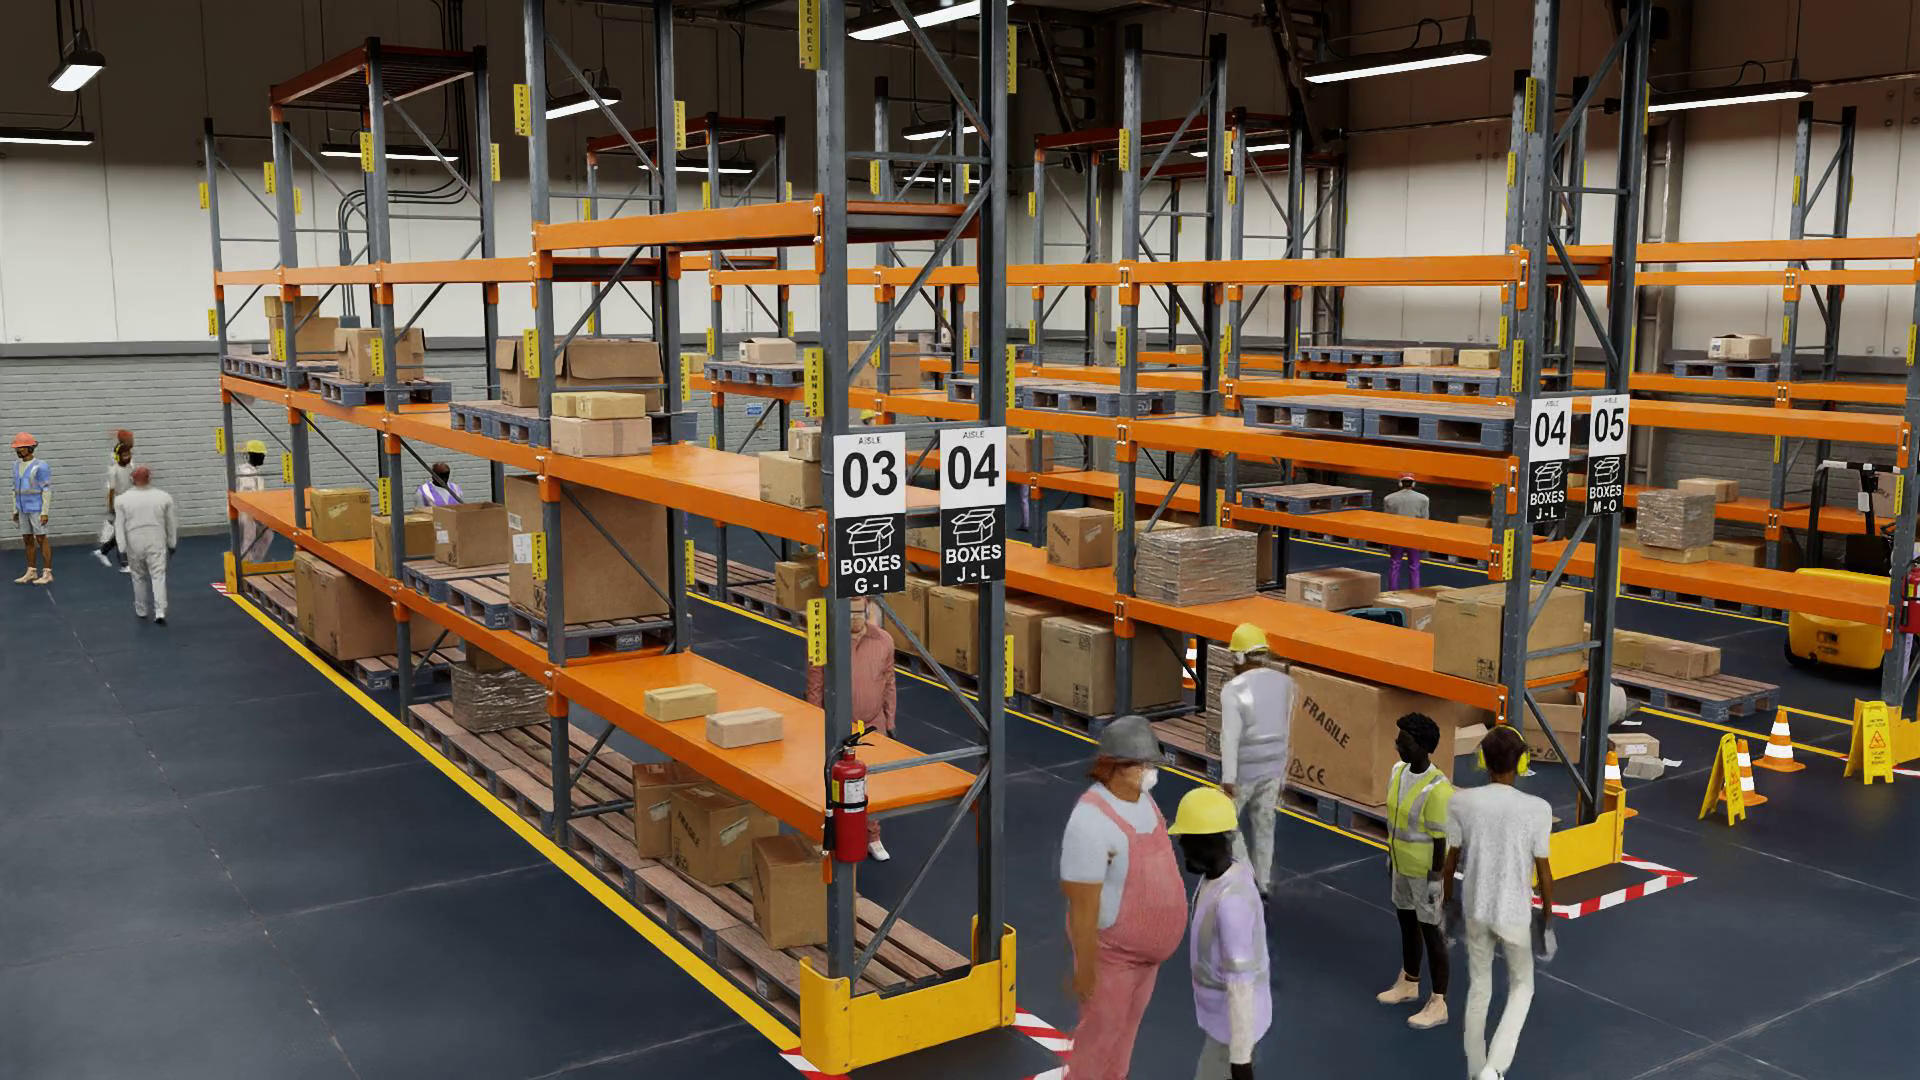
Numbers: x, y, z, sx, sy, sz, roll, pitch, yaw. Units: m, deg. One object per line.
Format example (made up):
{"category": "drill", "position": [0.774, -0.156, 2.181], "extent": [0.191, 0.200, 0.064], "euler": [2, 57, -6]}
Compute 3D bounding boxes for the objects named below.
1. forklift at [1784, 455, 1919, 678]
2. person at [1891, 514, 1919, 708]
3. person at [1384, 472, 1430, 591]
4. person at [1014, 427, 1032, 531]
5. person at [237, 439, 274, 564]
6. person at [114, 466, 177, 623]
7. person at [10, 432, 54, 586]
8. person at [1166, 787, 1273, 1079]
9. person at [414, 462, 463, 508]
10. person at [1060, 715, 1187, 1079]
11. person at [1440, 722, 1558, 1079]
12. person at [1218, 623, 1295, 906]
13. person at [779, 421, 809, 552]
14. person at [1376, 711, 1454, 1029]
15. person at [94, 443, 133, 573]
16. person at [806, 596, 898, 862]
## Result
{"category": "forklift", "position": [9.643, 0.253, 17.172], "extent": [2.313, 2.155, 1.214], "euler": [-6, 10, -33]}
{"category": "person", "position": [8.951, 0.668, 15.573], "extent": [0.504, 1.842, 0.345], "euler": [2, 9, 15]}
{"category": "person", "position": [5.508, -0.028, 20.548], "extent": [0.568, 1.745, 0.356], "euler": [3, 9, 20]}
{"category": "person", "position": [1.094, -1.025, 27.095], "extent": [0.527, 1.767, 0.331], "euler": [-6, 10, -33]}
{"category": "person", "position": [-9.544, -0.406, 22.506], "extent": [0.504, 1.904, 0.602], "euler": [-1, 9, -9]}
{"category": "person", "position": [-9.607, 0.053, 19.645], "extent": [0.654, 1.862, 1.023], "euler": [-5, 10, -31]}
{"category": "person", "position": [-12.349, -0.410, 22.085], "extent": [0.607, 2.044, 0.377], "euler": [3, 9, 19]}
{"category": "person", "position": [1.063, 1.949, 6.816], "extent": [0.444, 1.904, 0.606], "euler": [1, 9, 5]}
{"category": "person", "position": [-6.299, -0.033, 20.247], "extent": [0.627, 1.843, 0.429], "euler": [-8, 12, -44]}
{"category": "person", "position": [0.732, 1.785, 7.475], "extent": [0.535, 2.000, 0.811], "euler": [5, 10, 30]}
{"category": "person", "position": [2.561, 1.806, 7.927], "extent": [0.573, 1.858, 0.434], "euler": [6, 10, 35]}
{"category": "person", "position": [1.856, 1.434, 10.587], "extent": [0.593, 1.812, 0.437], "euler": [-5, 10, -28]}
{"category": "person", "position": [-2.316, -0.696, 23.986], "extent": [0.605, 2.045, 0.377], "euler": [-6, 10, -34]}
{"category": "person", "position": [2.454, 1.746, 8.909], "extent": [0.321, 1.691, 0.532], "euler": [-2, 9, -16]}
{"category": "person", "position": [-11.710, -0.447, 23.047], "extent": [0.683, 1.830, 0.557], "euler": [0, 9, 2]}
{"category": "person", "position": [-0.722, 1.271, 11.346], "extent": [0.651, 1.905, 0.409], "euler": [-3, 9, -22]}
